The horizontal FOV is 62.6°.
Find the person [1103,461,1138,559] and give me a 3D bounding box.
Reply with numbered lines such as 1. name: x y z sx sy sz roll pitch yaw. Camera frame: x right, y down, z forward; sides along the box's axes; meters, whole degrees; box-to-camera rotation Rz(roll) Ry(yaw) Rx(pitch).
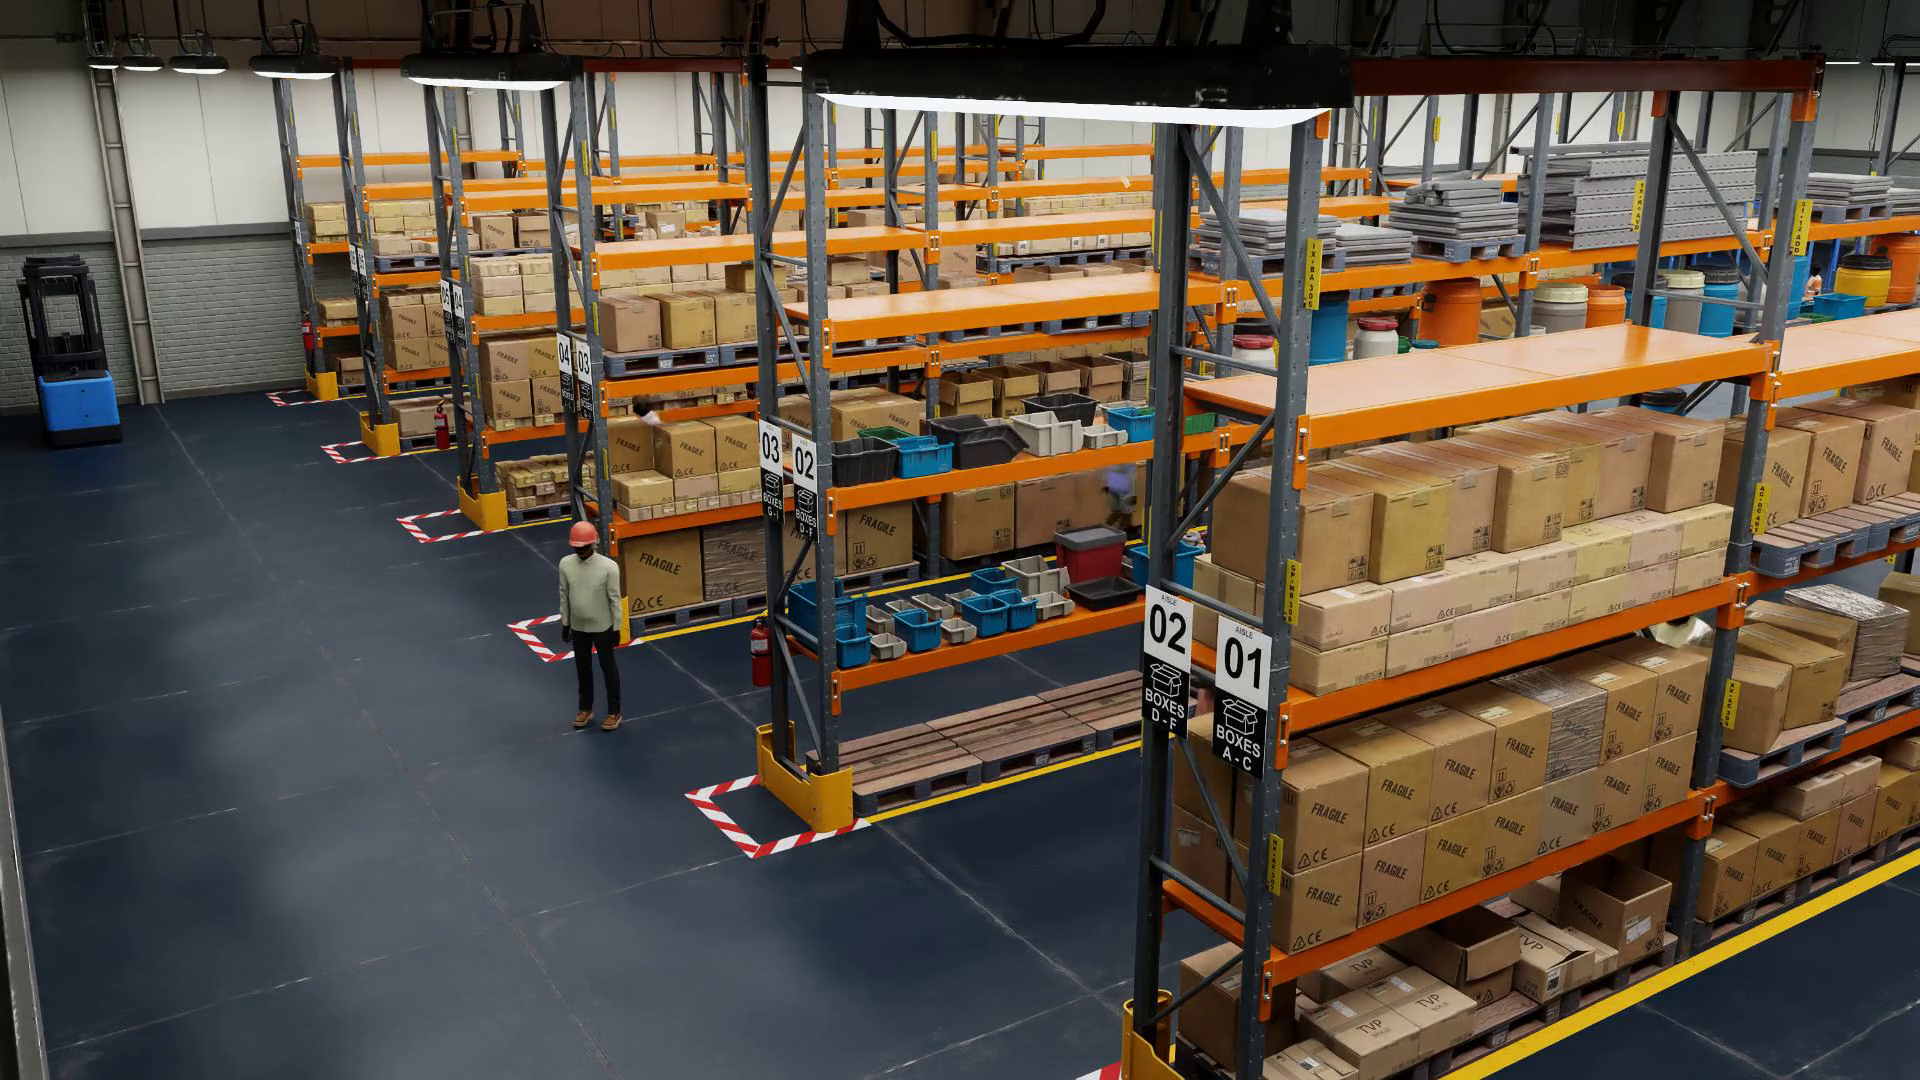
1. person: 1.955 -0.671 19.353 0.524 1.920 0.568 -10 20 -30

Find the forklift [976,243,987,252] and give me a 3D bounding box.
1. forklift: 0.988 -5.474 34.718 1.214 2.155 2.313 -10 20 -31

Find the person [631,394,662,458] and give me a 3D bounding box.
1. person: -4.049 -1.074 20.880 0.806 1.812 0.627 -8 19 -25

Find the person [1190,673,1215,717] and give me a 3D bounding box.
1. person: 1.819 1.689 11.530 0.438 1.972 0.658 -4 17 -12

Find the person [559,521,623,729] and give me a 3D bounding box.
1. person: -3.394 0.775 14.510 0.616 1.987 0.406 5 18 15

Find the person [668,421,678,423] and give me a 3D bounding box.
1. person: -4.609 -2.187 24.521 0.570 1.812 0.604 -16 23 -42

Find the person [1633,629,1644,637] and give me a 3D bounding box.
1. person: 6.283 0.876 14.353 1.018 1.897 0.643 -15 22 -40

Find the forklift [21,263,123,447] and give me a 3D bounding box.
1. forklift: -14.518 -3.079 25.708 1.129 2.768 1.873 -10 20 -31

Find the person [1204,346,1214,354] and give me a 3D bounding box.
1. person: 3.786 -2.037 23.970 0.429 1.845 0.621 13 21 36

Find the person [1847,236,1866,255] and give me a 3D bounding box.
1. person: 27.051 -9.177 47.253 0.616 1.920 0.829 -9 19 -28

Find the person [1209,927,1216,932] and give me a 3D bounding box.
1. person: 1.924 1.855 11.027 0.628 1.945 0.430 15 22 39

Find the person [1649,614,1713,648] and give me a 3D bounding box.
1. person: 5.917 1.236 13.312 0.889 1.788 0.627 -10 20 -30

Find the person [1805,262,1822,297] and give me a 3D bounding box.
1. person: 18.812 -5.280 34.857 0.319 1.693 0.532 4 17 13
